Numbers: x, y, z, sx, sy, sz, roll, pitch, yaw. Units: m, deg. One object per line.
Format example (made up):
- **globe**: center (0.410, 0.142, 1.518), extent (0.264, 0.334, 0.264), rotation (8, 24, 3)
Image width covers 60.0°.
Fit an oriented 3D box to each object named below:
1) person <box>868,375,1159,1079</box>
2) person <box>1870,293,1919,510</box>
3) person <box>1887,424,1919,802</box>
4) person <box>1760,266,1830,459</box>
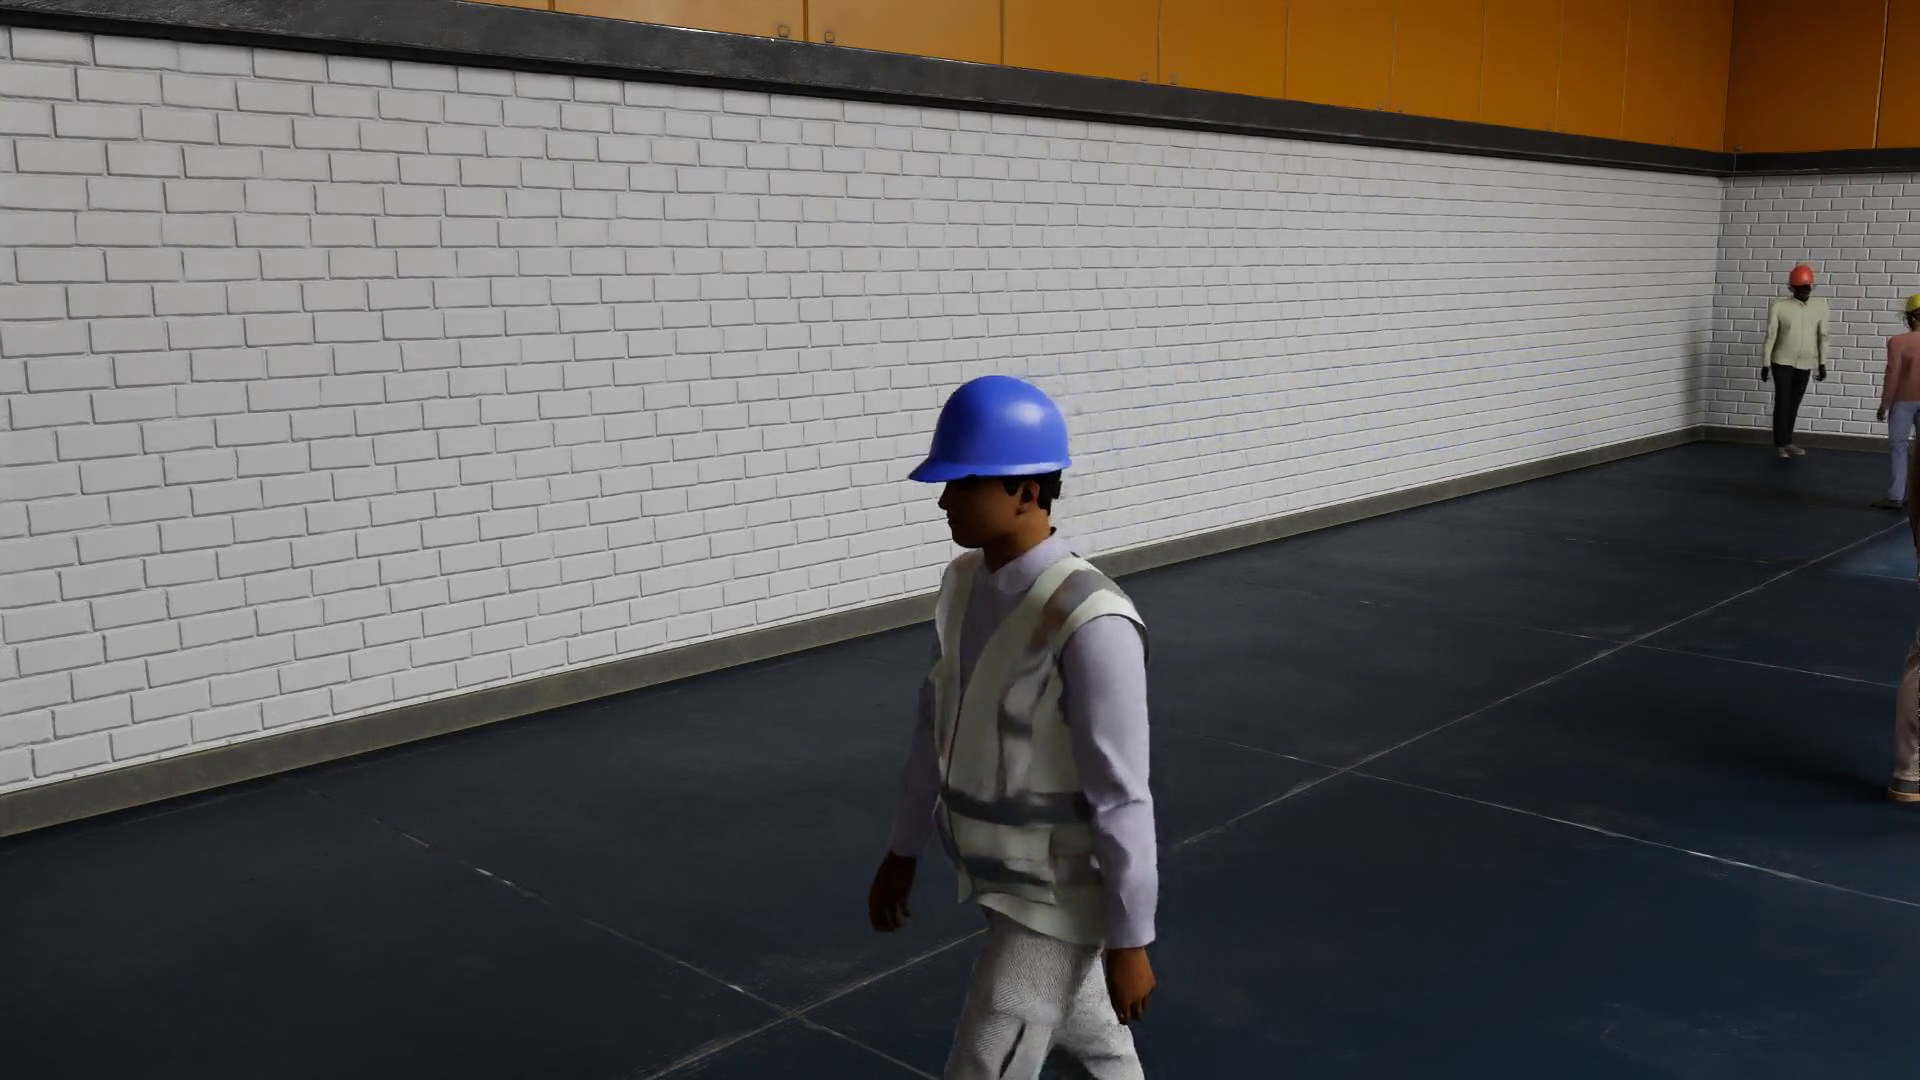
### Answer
- **person**: center (0.056, 0.643, 3.122), extent (1.021, 1.888, 0.617), rotation (-4, 11, -22)
- **person**: center (7.756, -1.119, 13.563), extent (0.556, 1.757, 0.339), rotation (-1, 10, -5)
- **person**: center (3.788, 0.063, 6.180), extent (0.404, 1.983, 0.616), rotation (-1, 10, -3)
- **person**: center (8.505, -1.806, 16.972), extent (0.634, 1.955, 0.700), rotation (0, 10, -1)
